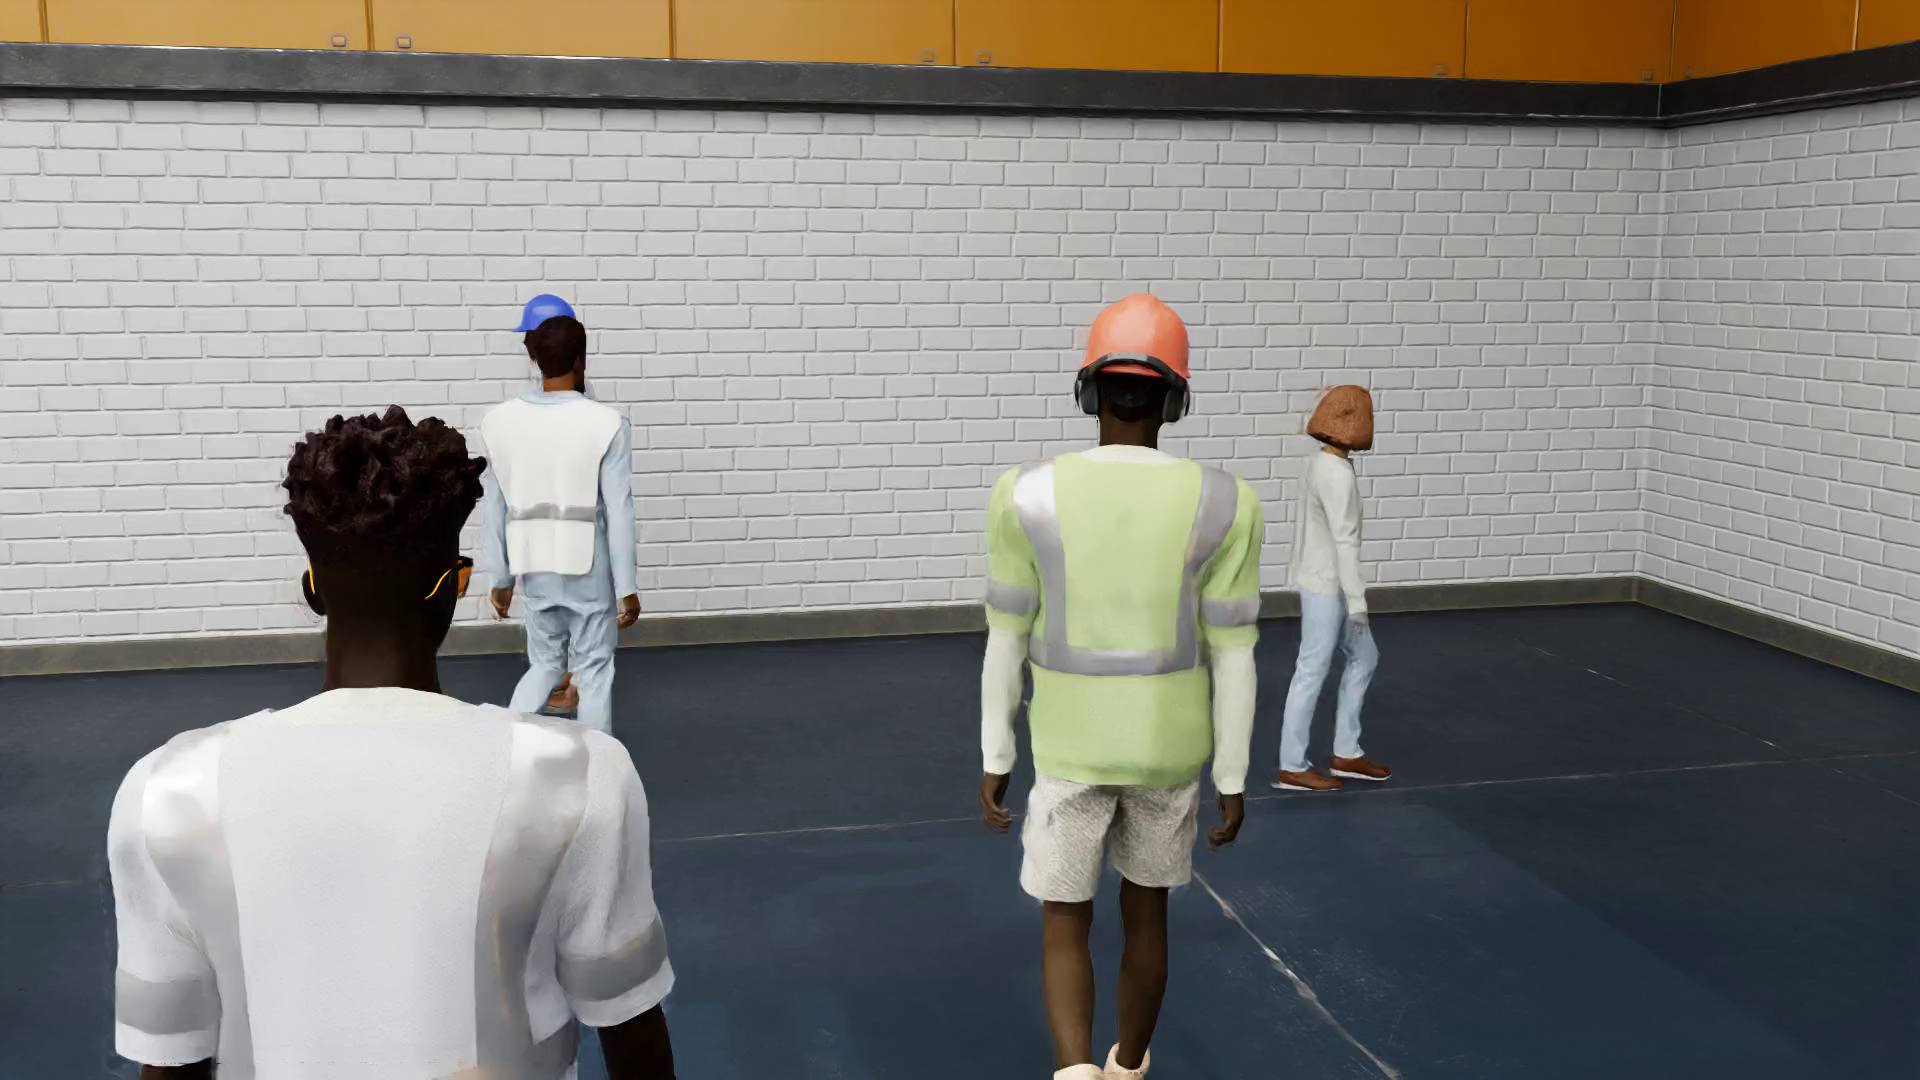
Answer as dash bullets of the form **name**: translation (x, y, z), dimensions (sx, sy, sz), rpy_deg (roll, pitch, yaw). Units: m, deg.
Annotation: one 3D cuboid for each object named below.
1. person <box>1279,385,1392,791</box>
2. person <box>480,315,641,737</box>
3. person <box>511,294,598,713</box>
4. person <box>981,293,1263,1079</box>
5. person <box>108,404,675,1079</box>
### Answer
- **person**: translation (1.535, 0.203, 6.510), dimensions (0.586, 1.612, 0.534), rpy_deg (1, 9, 7)
- **person**: translation (-1.491, 0.125, 6.144), dimensions (0.607, 1.897, 0.634), rpy_deg (3, 10, 15)
- **person**: translation (-1.857, -0.168, 7.782), dimensions (0.406, 1.947, 0.606), rpy_deg (-3, 10, -15)
- **person**: translation (0.352, 0.470, 3.690), dimensions (0.617, 2.020, 0.788), rpy_deg (1, 9, 4)
- **person**: translation (-0.653, 0.793, 2.046), dimensions (0.613, 1.917, 0.929), rpy_deg (-1, 9, -5)
